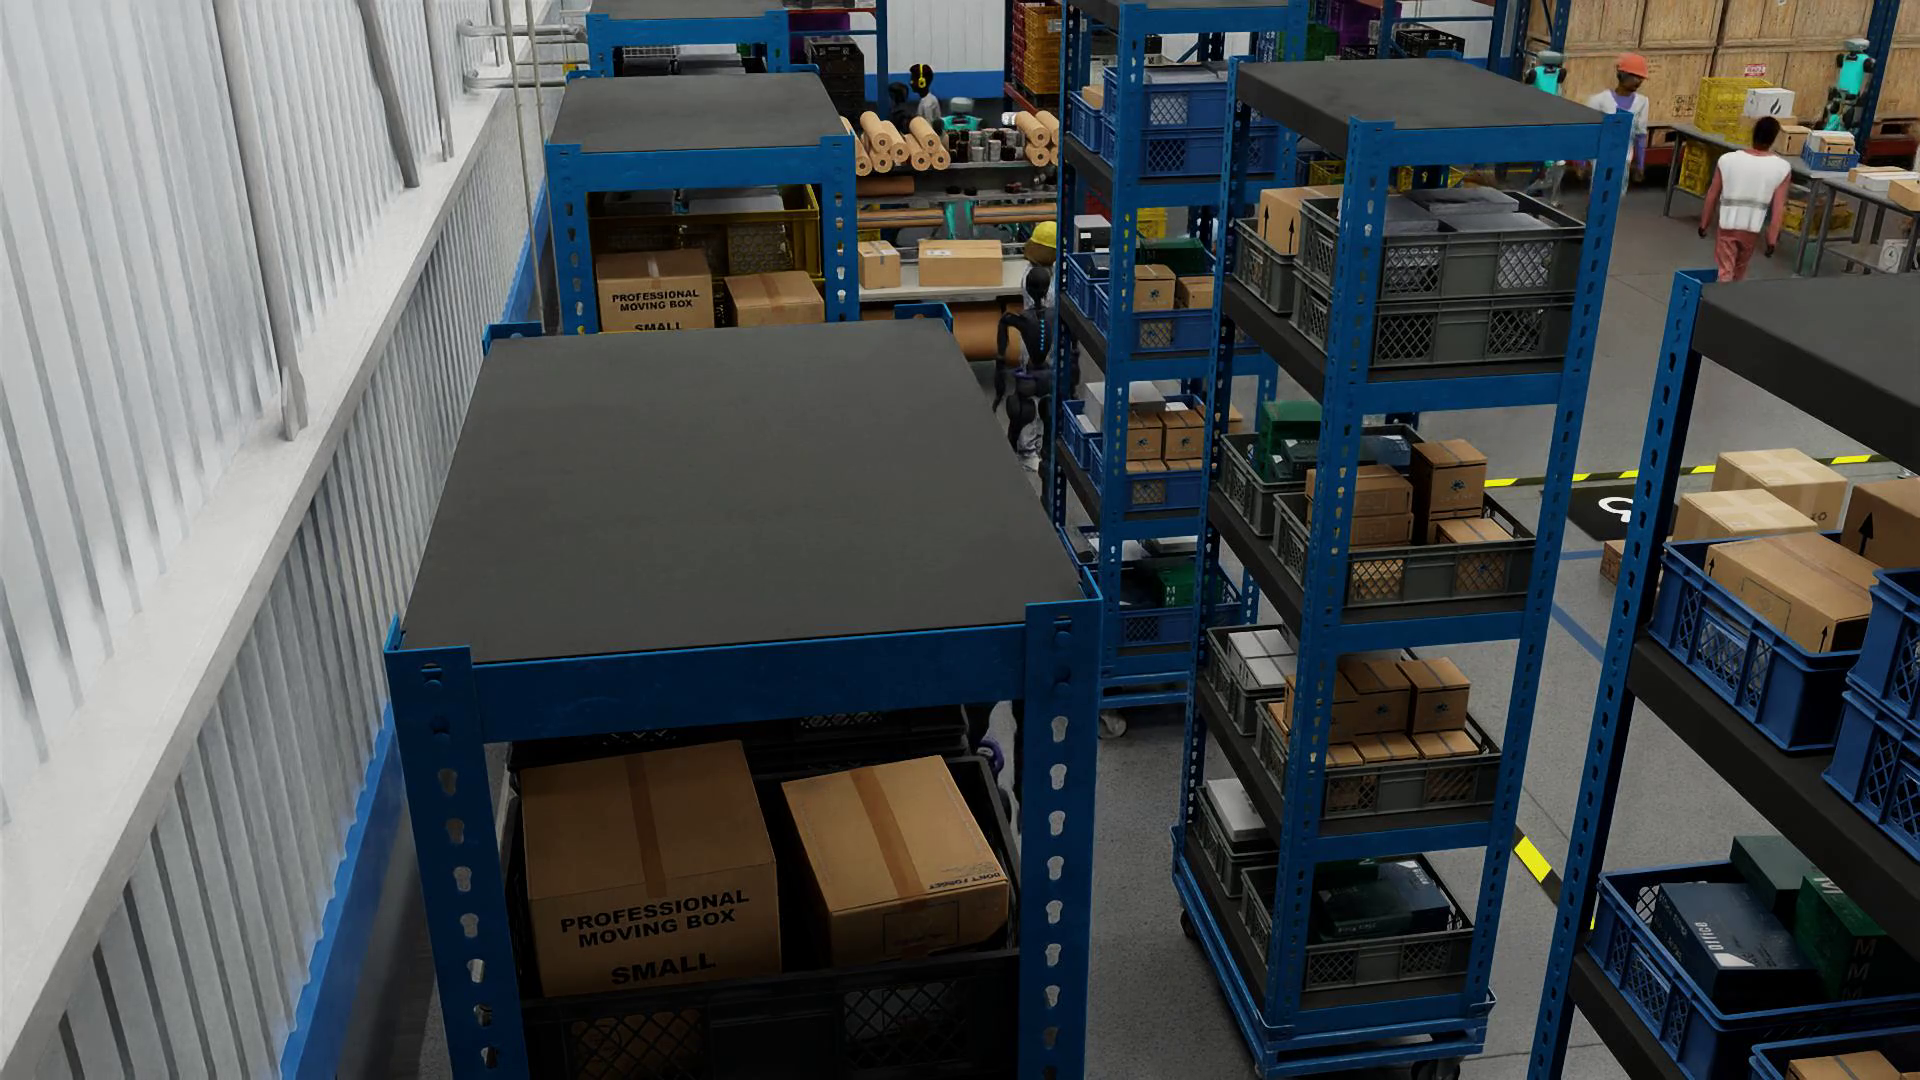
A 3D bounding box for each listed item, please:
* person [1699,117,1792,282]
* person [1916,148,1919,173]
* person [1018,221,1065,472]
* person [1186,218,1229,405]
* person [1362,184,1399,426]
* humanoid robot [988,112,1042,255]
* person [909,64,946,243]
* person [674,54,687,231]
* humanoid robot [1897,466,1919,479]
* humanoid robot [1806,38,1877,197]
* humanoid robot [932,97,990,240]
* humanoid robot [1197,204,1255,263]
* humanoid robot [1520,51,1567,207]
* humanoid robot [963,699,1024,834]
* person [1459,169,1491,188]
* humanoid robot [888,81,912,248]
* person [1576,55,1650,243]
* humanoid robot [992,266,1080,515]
[{"bbox_3d":[6.660,-2.660,14.190,0.609,1.854,1.024,7,26,14],"label":"person"},{"bbox_3d":[9.619,-3.648,16.276,0.545,1.907,0.606,7,26,14],"label":"person"},{"bbox_3d":[0.568,-1.334,11.438,0.304,1.738,0.484,7,26,15],"label":"person"},{"bbox_3d":[1.627,-1.269,11.170,0.405,1.846,0.587,-4,25,-9],"label":"person"},{"bbox_3d":[2.940,-1.661,12.038,0.415,1.847,0.566,2,25,3],"label":"person"},{"bbox_3d":[0.560,-3.063,15.039,0.533,1.677,0.735,10,27,21],"label":"humanoid robot"},{"bbox_3d":[-0.321,-3.851,16.782,0.365,1.856,0.523,-2,25,-4],"label":"person"},{"bbox_3d":[-2.860,-4.129,17.377,0.497,1.861,0.320,9,26,18],"label":"person"},{"bbox_3d":[6.431,-1.145,10.865,0.735,1.681,0.533,-11,27,-22],"label":"humanoid robot"},{"bbox_3d":[9.867,-4.744,18.914,0.671,1.842,0.552,-6,25,-13],"label":"humanoid robot"},{"bbox_3d":[0.015,-3.170,15.450,0.558,1.738,0.954,-1,25,-3],"label":"humanoid robot"},{"bbox_3d":[2.177,-2.433,13.959,0.600,1.631,0.787,12,27,25],"label":"humanoid robot"},{"bbox_3d":[6.481,-4.401,18.182,0.538,1.751,1.068,-10,27,-21],"label":"humanoid robot"},{"bbox_3d":[-0.013,0.970,6.543,0.608,1.637,0.691,-5,25,-10],"label":"humanoid robot"},{"bbox_3d":[3.768,-1.870,12.495,0.504,1.828,0.503,-10,27,-21],"label":"person"},{"bbox_3d":[-0.651,-3.797,16.875,0.355,1.644,0.600,-9,26,-19],"label":"humanoid robot"},{"bbox_3d":[6.371,-3.644,16.129,0.652,2.012,0.572,-4,25,-9],"label":"person"},{"bbox_3d":[0.489,-0.954,10.673,0.609,1.649,0.360,-5,25,-11],"label":"humanoid robot"}]
